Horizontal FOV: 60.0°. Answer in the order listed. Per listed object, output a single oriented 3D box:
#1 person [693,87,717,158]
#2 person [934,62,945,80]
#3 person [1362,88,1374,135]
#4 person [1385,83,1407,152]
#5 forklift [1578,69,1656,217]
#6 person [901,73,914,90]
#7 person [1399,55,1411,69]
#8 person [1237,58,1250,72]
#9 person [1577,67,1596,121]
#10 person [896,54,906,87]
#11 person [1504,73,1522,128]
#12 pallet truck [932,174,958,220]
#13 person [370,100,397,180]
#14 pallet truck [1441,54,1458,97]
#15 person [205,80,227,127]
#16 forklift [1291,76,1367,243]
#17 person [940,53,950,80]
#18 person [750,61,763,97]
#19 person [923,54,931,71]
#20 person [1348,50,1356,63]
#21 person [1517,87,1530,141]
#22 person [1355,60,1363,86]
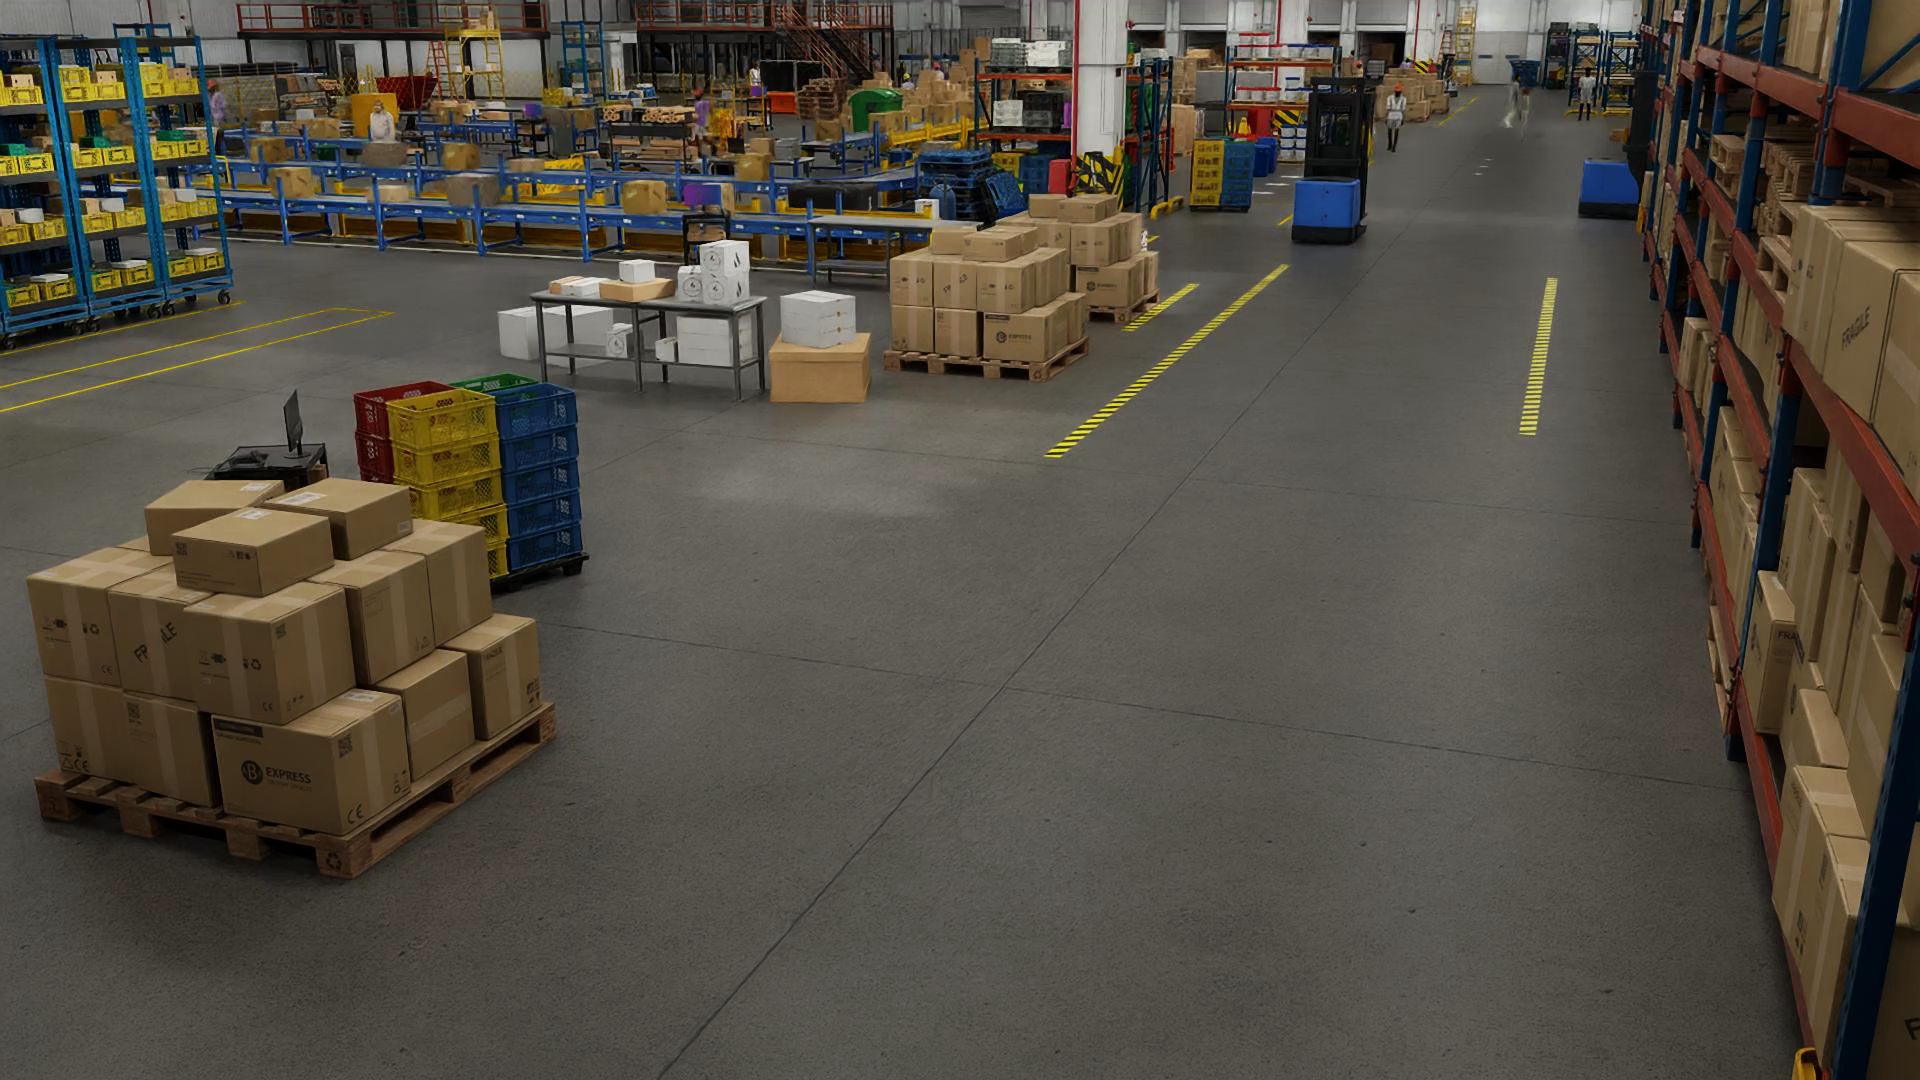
[{"bbox_3d":[-7.082,-11.484,45.812,0.552,1.916,0.739,14,22,36],"label":"person"},{"bbox_3d":[-0.891,-17.930,65.973,0.617,1.975,0.597,-5,18,-17],"label":"person"},{"bbox_3d":[12.773,-13.275,51.927,0.507,1.618,0.523,-12,21,-34],"label":"person"},{"bbox_3d":[12.524,-12.132,47.814,0.556,1.923,0.479,4,18,14],"label":"person"},{"bbox_3d":[13.219,-7.740,32.475,1.873,2.768,1.129,6,19,18],"label":"forklift"},{"bbox_3d":[-1.861,-15.365,58.133,0.403,1.834,0.588,16,24,41],"label":"person"},{"bbox_3d":[21.464,-22.473,80.403,0.634,1.882,0.437,-5,18,-15],"label":"person"},{"bbox_3d":[12.632,-20.795,74.857,0.682,2.000,0.536,13,22,36],"label":"person"},{"bbox_3d":[23.059,-16.421,61.263,0.599,1.958,0.394,8,19,23],"label":"person"},{"bbox_3d":[-2.924,-23.191,82.704,0.508,1.846,0.342,-4,18,-12],"label":"person"},{"bbox_3d":[19.240,-15.281,57.865,0.478,1.845,0.519,-6,19,-17],"label":"person"},{"bbox_3d":[-0.507,-5.292,27.348,0.653,1.274,1.630,6,19,19],"label":"pallet truck"},{"bbox_3d":[-13.852,-9.586,39.884,0.644,1.899,0.396,6,19,18],"label":"person"},{"bbox_3d":[22.765,-21.886,78.355,0.823,1.965,1.885,-4,18,-14],"label":"pallet truck"},{"bbox_3d":[-21.447,-12.181,47.823,0.618,2.017,0.621,10,20,29],"label":"person"},{"bbox_3d":[6.598,-6.755,29.381,1.129,2.768,1.873,6,19,19],"label":"forklift"},{"bbox_3d":[-0.741,-23.770,84.489,0.590,1.881,0.999,4,18,12],"label":"person"},{"bbox_3d":[-8.567,-19.168,69.999,0.575,1.885,0.355,-7,19,-22],"label":"person"},{"bbox_3d":[-1.671,-23.731,84.419,0.586,1.846,0.973,3,18,8],"label":"person"},{"bbox_3d":[21.617,-26.096,91.839,0.429,1.841,0.633,-1,18,-3],"label":"person"},{"bbox_3d":[17.663,-13.359,52.161,0.415,1.620,0.539,10,20,29],"label":"person"},{"bbox_3d":[16.734,-19.151,69.893,0.367,1.921,0.576,3,18,9],"label":"person"}]
